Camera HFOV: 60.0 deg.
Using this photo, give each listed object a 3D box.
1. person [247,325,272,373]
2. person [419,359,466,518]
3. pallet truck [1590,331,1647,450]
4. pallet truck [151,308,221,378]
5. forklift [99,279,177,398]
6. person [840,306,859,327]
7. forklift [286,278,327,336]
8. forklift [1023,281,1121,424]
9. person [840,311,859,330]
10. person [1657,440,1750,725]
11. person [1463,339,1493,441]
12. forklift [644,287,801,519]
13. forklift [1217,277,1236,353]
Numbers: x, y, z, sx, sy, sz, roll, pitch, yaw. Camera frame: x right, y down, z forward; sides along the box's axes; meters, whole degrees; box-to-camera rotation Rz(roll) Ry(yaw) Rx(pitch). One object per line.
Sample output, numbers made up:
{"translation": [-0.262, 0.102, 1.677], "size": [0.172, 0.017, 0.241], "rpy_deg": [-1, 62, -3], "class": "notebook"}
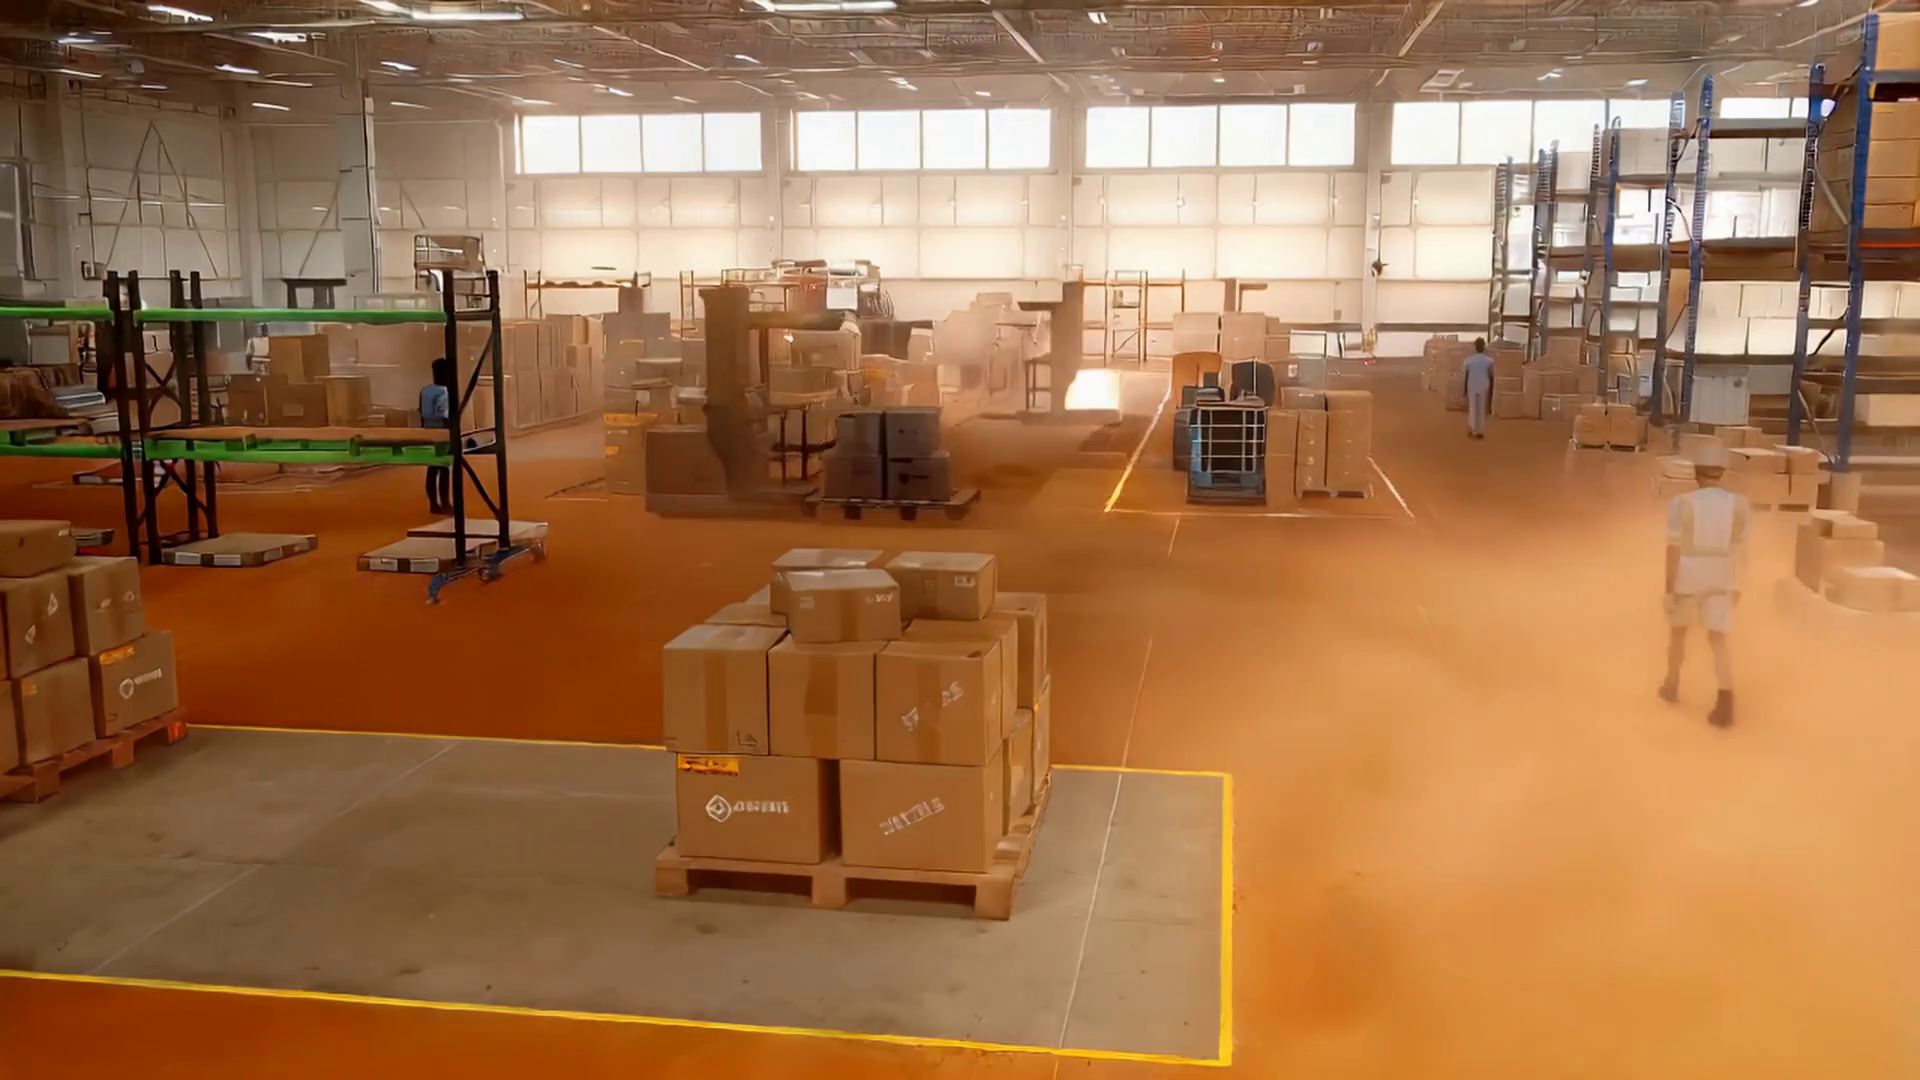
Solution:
{"translation": [-15.321, -3.789, 36.504], "size": [0.593, 1.839, 0.980], "rpy_deg": [-3, 10, -18], "class": "person"}
{"translation": [-6.380, -1.246, 20.434], "size": [0.607, 1.958, 0.398], "rpy_deg": [9, 13, 43], "class": "person"}
{"translation": [11.253, -2.573, 28.499], "size": [0.823, 1.965, 1.885], "rpy_deg": [5, 10, 27], "class": "pallet truck"}
{"translation": [-21.869, -5.598, 47.154], "size": [0.823, 1.965, 1.885], "rpy_deg": [4, 10, 26], "class": "pallet truck"}
{"translation": [-19.606, -4.720, 39.027], "size": [1.873, 2.768, 1.129], "rpy_deg": [1, 9, 9], "class": "forklift"}
{"translation": [-3.422, -6.245, 51.365], "size": [0.653, 1.929, 0.544], "rpy_deg": [-5, 10, -28], "class": "person"}
{"translation": [-16.614, -5.274, 42.444], "size": [1.873, 2.768, 1.129], "rpy_deg": [7, 12, 37], "class": "forklift"}
{"translation": [2.245, -3.726, 32.891], "size": [1.873, 2.768, 1.129], "rpy_deg": [1, 9, 9], "class": "forklift"}
{"translation": [-3.004, -5.223, 45.078], "size": [0.543, 1.929, 0.391], "rpy_deg": [-4, 10, -24], "class": "person"}
{"translation": [5.065, 0.276, 11.278], "size": [0.560, 1.897, 0.987], "rpy_deg": [1, 9, 7], "class": "person"}
{"translation": [9.247, -2.679, 29.724], "size": [0.528, 1.827, 0.974], "rpy_deg": [3, 10, 20], "class": "person"}
{"translation": [-2.872, -1.717, 20.502], "size": [1.873, 2.768, 1.129], "rpy_deg": [1, 9, 9], "class": "forklift"}
{"translation": [7.822, -6.234, 48.363], "size": [1.873, 2.768, 1.129], "rpy_deg": [1, 9, 9], "class": "forklift"}
